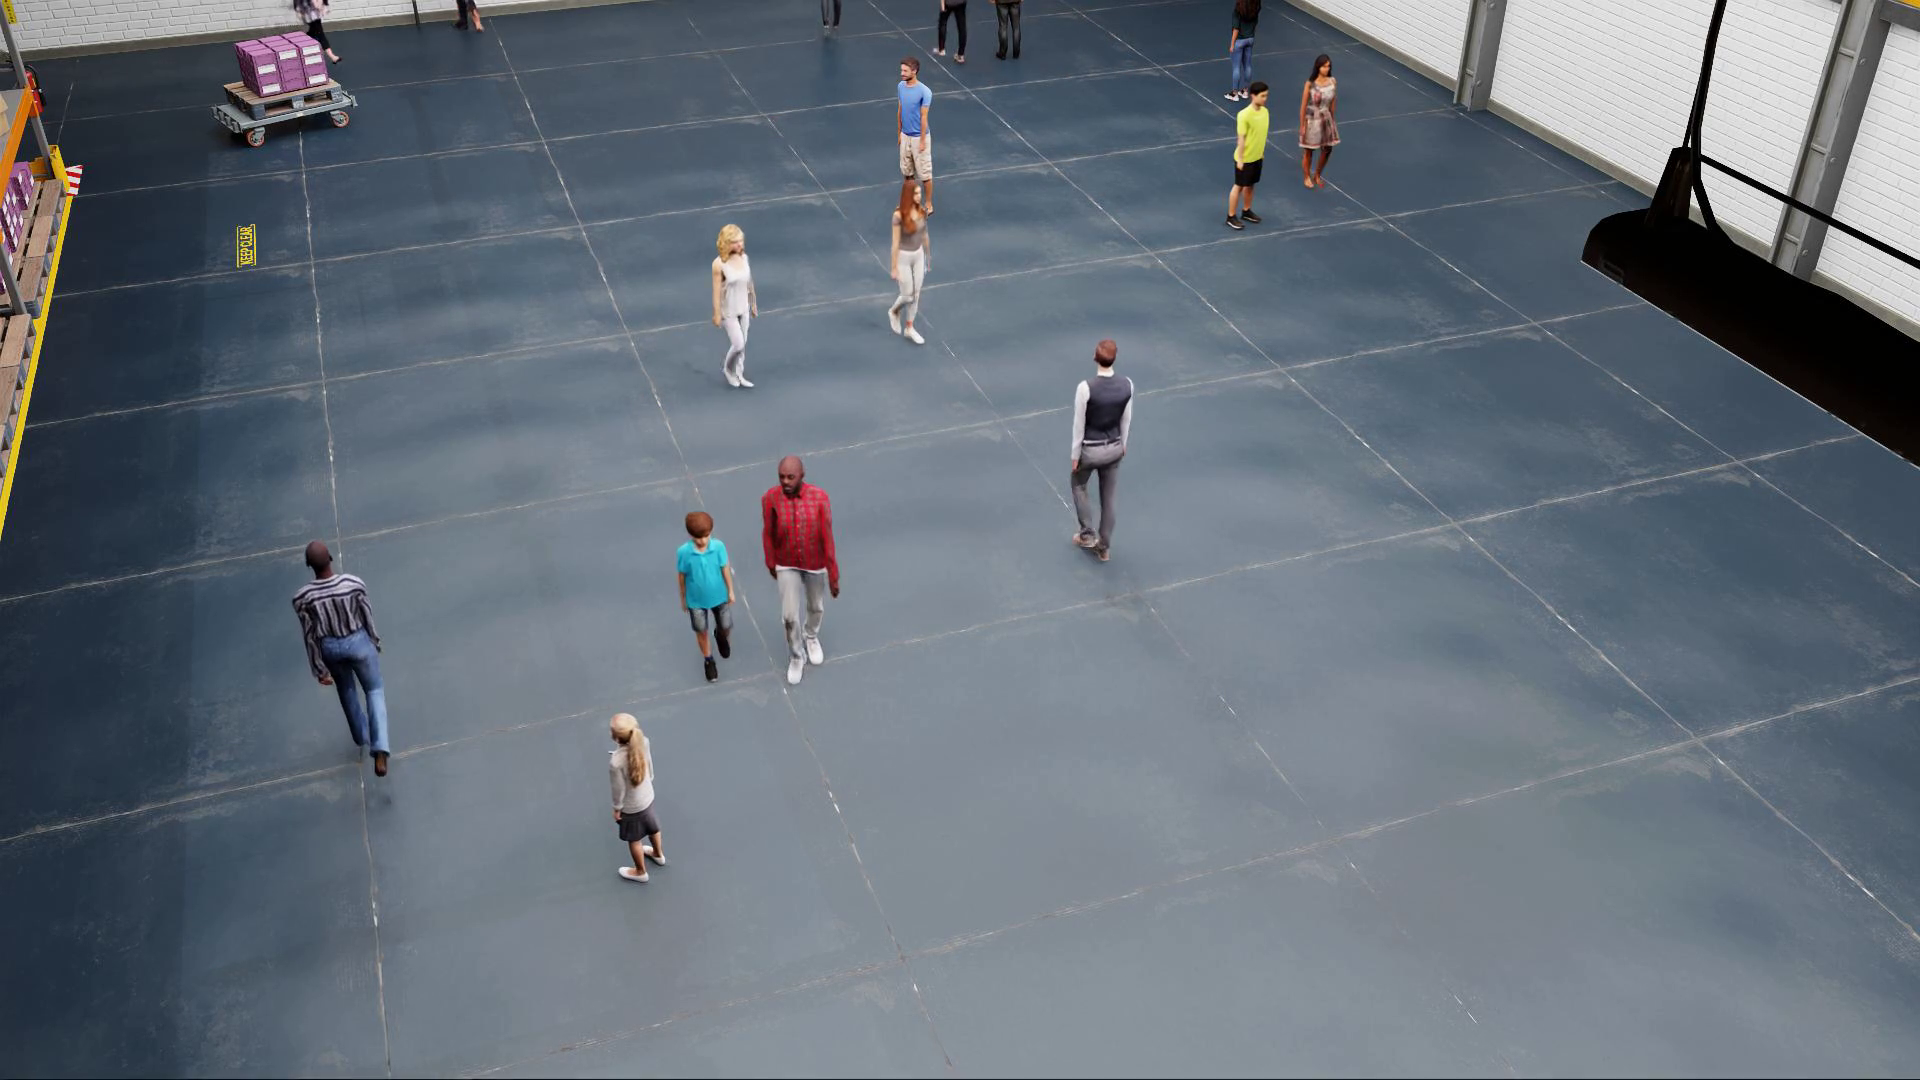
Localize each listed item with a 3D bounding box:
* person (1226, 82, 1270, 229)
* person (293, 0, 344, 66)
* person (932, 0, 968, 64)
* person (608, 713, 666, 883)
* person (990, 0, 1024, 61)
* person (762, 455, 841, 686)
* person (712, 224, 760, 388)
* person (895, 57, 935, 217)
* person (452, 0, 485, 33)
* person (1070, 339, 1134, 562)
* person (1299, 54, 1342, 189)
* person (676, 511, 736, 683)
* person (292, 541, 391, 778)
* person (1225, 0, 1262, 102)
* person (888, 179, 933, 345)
[{"bbox_3d":[3.316,-4.445,19.113,0.680,1.704,0.654,-26,41,-33],"label":"person"},{"bbox_3d":[-9.465,-7.707,24.116,1.140,1.598,1.038,18,38,25],"label":"person"},{"bbox_3d":[-0.040,-7.804,24.136,0.708,1.738,0.905,-16,37,-22],"label":"person"},{"bbox_3d":[-2.041,1.597,10.411,0.660,1.275,0.608,18,38,25],"label":"person"},{"bbox_3d":[0.710,-7.950,24.296,0.715,1.805,0.596,-6,34,-9],"label":"person"},{"bbox_3d":[-1.163,0.111,12.175,0.793,1.798,0.862,-4,34,-6],"label":"person"},{"bbox_3d":[-2.200,-2.232,15.822,0.746,1.662,0.725,25,41,33],"label":"person"},{"bbox_3d":[-0.519,-4.716,19.377,0.677,1.863,0.790,24,40,31],"label":"person"},{"bbox_3d":[-7.702,-8.745,25.439,0.980,1.863,0.813,-23,40,-31],"label":"person"},{"bbox_3d":[1.144,-0.670,13.236,0.686,1.924,0.638,-9,35,-14],"label":"person"},{"bbox_3d":[4.296,-5.089,20.144,0.705,1.636,0.665,-6,34,-10],"label":"person"},{"bbox_3d":[-1.857,0.355,12.133,0.572,1.437,0.652,-8,35,-12],"label":"person"},{"bbox_3d":[-4.080,0.823,11.129,0.621,1.770,0.988,-13,36,-18],"label":"person"},{"bbox_3d":[3.881,-6.862,22.829,0.642,1.616,0.646,-18,38,-25],"label":"person"},{"bbox_3d":[-0.561,-2.796,16.624,0.728,1.713,0.790,-25,41,-32],"label":"person"}]
